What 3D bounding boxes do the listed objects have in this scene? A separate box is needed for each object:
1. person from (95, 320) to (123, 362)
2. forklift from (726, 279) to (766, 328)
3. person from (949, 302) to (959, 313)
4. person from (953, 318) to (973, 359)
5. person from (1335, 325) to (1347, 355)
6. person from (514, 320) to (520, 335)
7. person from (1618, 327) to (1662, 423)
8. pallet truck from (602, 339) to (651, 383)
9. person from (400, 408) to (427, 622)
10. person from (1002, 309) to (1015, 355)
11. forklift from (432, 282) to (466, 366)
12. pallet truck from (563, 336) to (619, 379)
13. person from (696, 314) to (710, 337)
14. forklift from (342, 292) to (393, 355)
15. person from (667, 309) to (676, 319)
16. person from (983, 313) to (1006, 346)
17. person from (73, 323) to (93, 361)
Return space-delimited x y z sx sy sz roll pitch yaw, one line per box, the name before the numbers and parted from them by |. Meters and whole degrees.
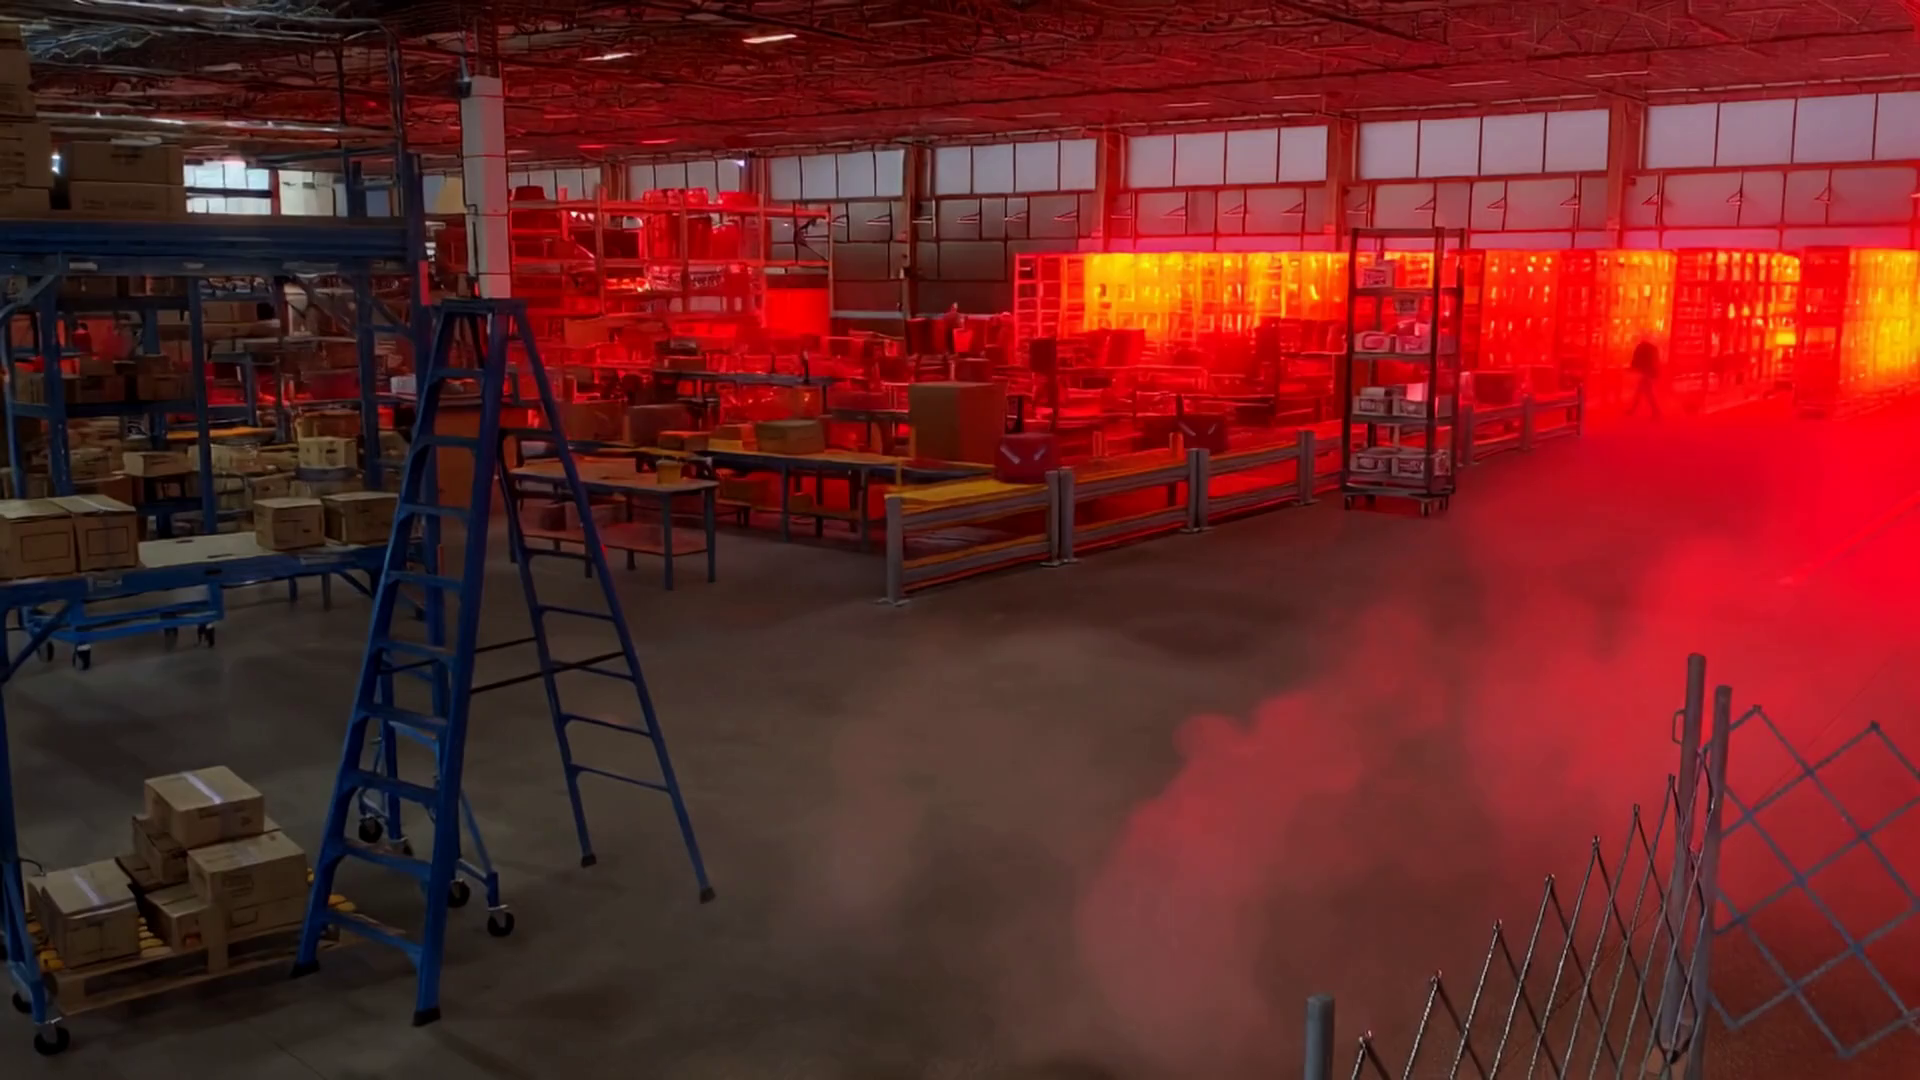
person | -21.236 -4.552 41.548 0.658 1.887 0.742 0 9 3
forklift | -8.063 -8.108 60.634 1.129 2.768 1.873 7 11 37
person | -0.192 -8.787 67.964 0.988 1.882 0.568 9 13 44
person | 0.077 -5.091 45.010 0.563 1.850 0.390 3 9 16
person | 9.513 -4.516 41.595 0.899 1.799 0.584 -8 12 -43
person | -16.119 -7.513 60.140 0.657 1.856 0.816 0 9 1
person | 13.984 -3.370 34.010 0.615 1.943 1.044 -8 12 -40
pallet truck | -8.991 -4.871 45.351 0.653 1.274 1.630 7 11 37
person | -4.736 -0.221 14.557 0.329 1.872 0.508 -6 11 -32
person | 1.794 -7.732 61.867 0.485 1.735 0.343 -1 9 -9
forklift | -15.760 -6.328 49.527 1.129 2.768 1.873 7 11 37
pallet truck | -10.690 -5.294 48.215 1.601 1.201 0.680 -5 10 -26
person | -7.860 -6.052 51.158 0.866 1.804 0.584 8 12 41
forklift | -16.485 -5.622 45.120 1.129 2.768 1.873 7 11 37
person | -9.161 -6.364 52.787 0.477 1.902 0.683 -7 12 -38
person | 0.994 -5.626 48.217 0.672 1.891 0.420 0 9 2
person | -25.211 -5.435 47.835 0.506 1.631 0.277 -8 12 -40
